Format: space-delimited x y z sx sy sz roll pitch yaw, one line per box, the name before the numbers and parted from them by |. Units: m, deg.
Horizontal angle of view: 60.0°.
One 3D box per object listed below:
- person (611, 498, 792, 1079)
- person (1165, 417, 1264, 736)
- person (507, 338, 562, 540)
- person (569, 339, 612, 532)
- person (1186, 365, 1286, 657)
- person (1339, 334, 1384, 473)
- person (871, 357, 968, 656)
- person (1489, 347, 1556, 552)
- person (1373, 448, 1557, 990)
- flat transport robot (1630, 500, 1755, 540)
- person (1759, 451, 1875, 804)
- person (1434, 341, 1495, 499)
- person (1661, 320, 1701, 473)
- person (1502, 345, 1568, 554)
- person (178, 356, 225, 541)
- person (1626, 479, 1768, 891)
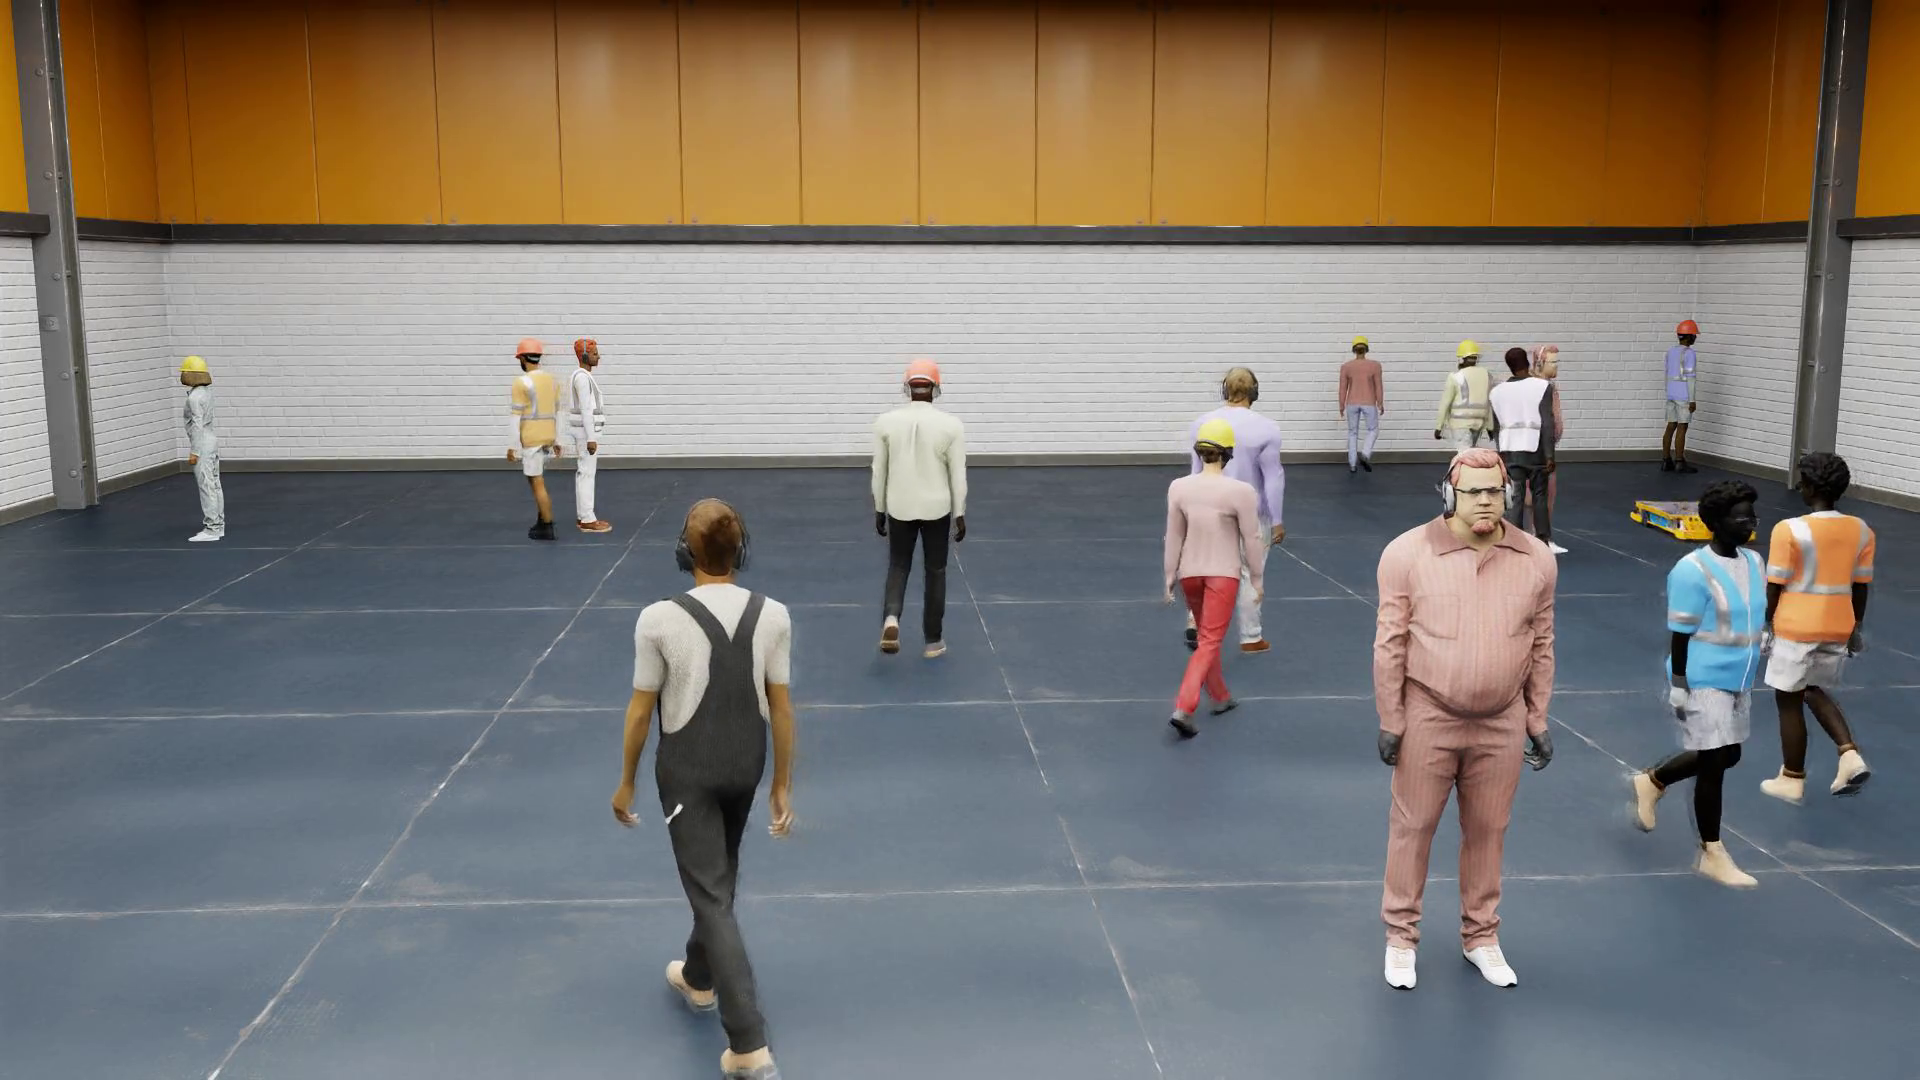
person | -0.786 0.768 5.312 0.532 1.807 0.956 -6 11 -33
person | 1.369 0.189 9.166 0.530 1.729 0.901 7 11 36
person | -4.044 -0.943 15.694 0.532 1.903 0.563 5 10 27
person | -3.630 -1.018 16.250 0.355 1.882 0.575 -3 9 -17
person | 1.791 -0.168 10.769 0.648 1.924 0.685 7 12 38
person | 5.049 -1.704 20.939 0.576 1.756 0.456 4 10 24
person | -0.273 -0.195 10.797 0.639 1.973 0.649 2 9 11
person | 4.985 -0.758 14.665 0.684 1.859 0.708 8 12 40
person | 1.770 0.629 5.827 0.639 1.911 0.402 0 9 0
flat transport robot | 7.104 -0.203 16.174 0.652 0.197 1.431 0 9 3
person | 4.005 0.425 7.796 0.539 1.685 0.416 -3 10 -18
person | 5.455 -1.272 18.127 0.623 1.781 0.912 -4 10 -22
person | 9.152 -1.816 21.078 0.366 1.939 0.542 -2 9 -10
person | 5.130 -0.817 14.968 0.672 1.883 0.653 7 11 36
person | -7.168 -0.860 15.687 0.296 1.745 0.485 -1 9 -9
person | 3.086 0.563 6.956 0.536 1.679 0.672 -5 10 -29
